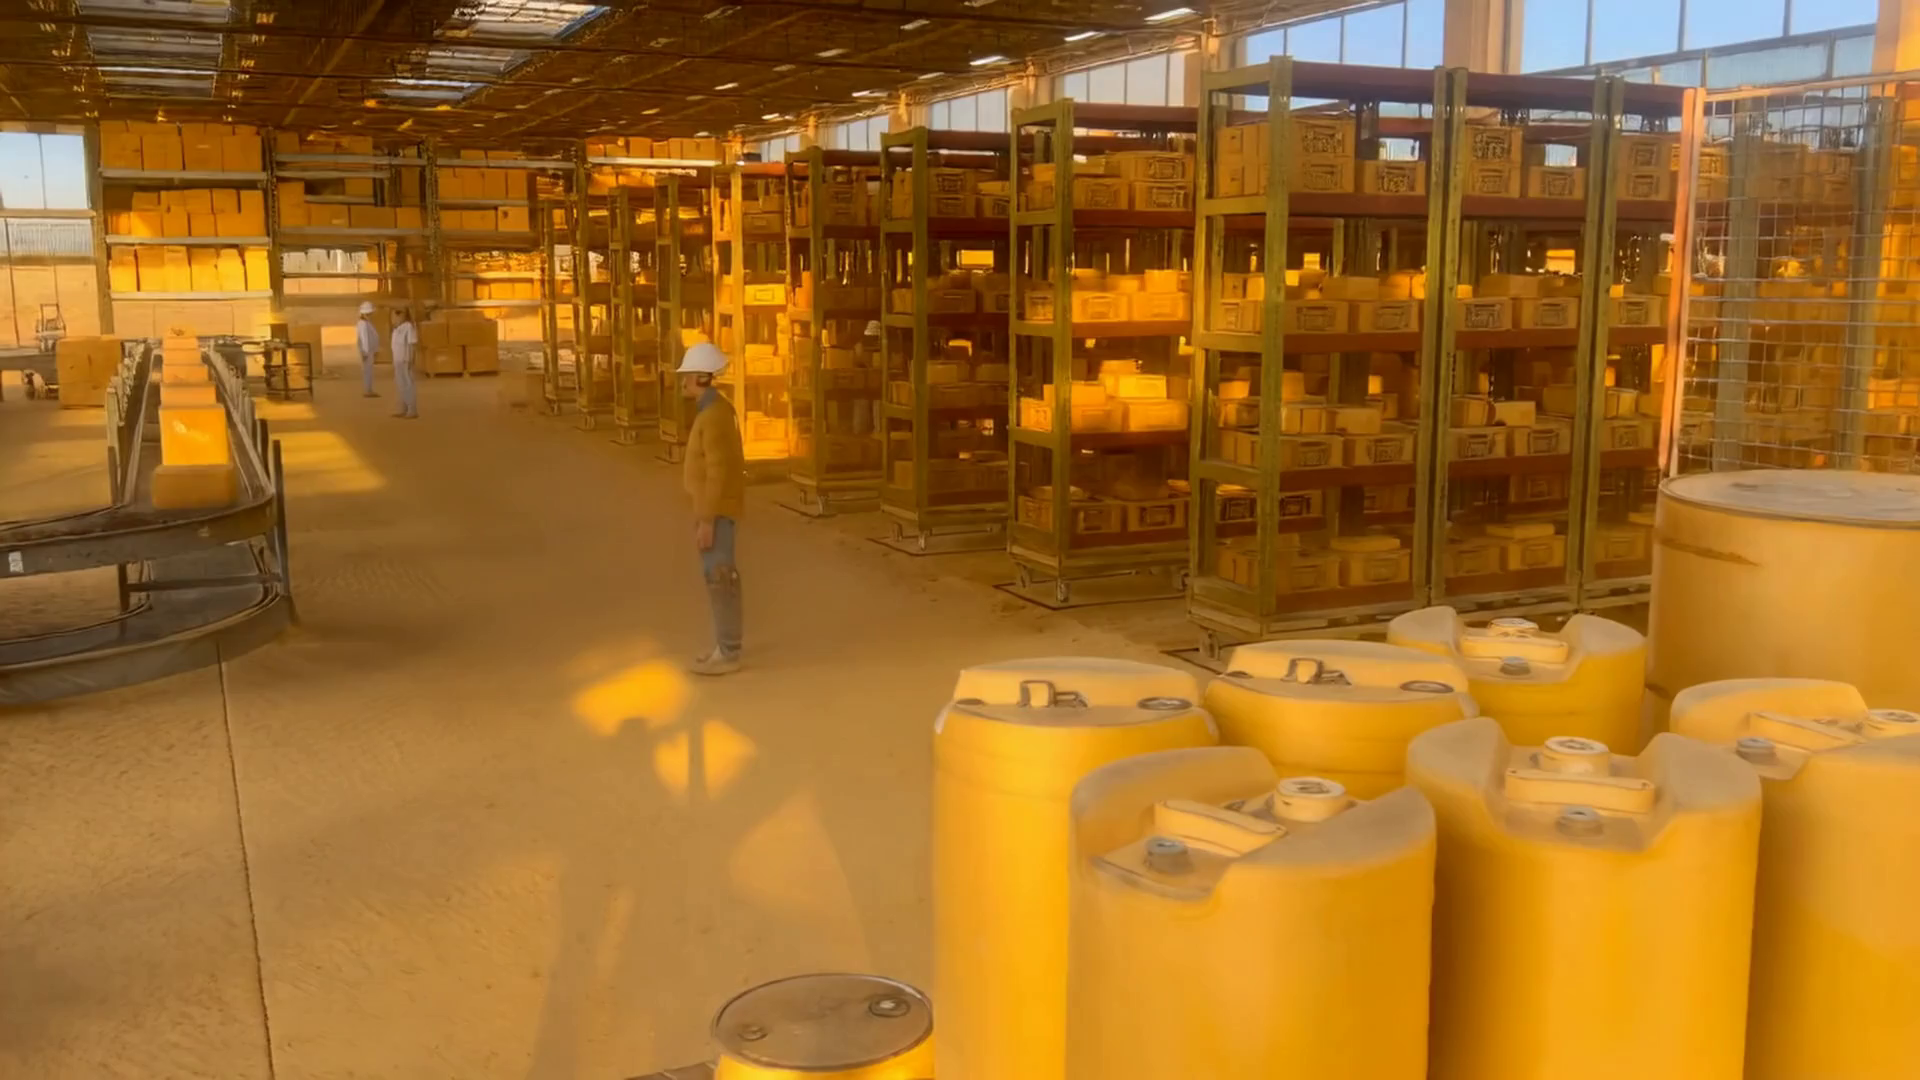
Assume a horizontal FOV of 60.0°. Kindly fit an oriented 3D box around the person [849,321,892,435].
[{"bbox_3d":[-1.092,-1.773,20.374,0.596,1.823,0.447,1,9,9],"label":"person"}]

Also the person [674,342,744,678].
[{"bbox_3d":[-1.486,-0.175,9.913,0.396,1.992,0.619,0,9,0],"label":"person"}]

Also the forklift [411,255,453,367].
[{"bbox_3d":[-13.020,-5.656,41.175,1.129,2.768,1.873,-4,10,-21],"label":"forklift"}]

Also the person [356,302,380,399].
[{"bbox_3d":[-11.284,-3.609,31.717,0.404,1.834,0.590,-3,10,-17],"label":"person"}]

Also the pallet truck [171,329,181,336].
[{"bbox_3d":[-17.275,-3.851,35.096,1.601,1.201,0.680,0,9,1],"label":"pallet truck"}]

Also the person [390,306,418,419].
[{"bbox_3d":[-9.160,-2.921,27.396,0.569,1.847,0.377,8,12,42],"label":"person"}]

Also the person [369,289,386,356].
[{"bbox_3d":[-16.751,-6.223,47.695,0.411,1.913,0.643,4,10,21],"label":"person"}]

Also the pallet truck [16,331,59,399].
[{"bbox_3d":[-17.082,-3.353,31.781,1.630,1.274,0.653,-4,10,-25],"label":"pallet truck"}]
